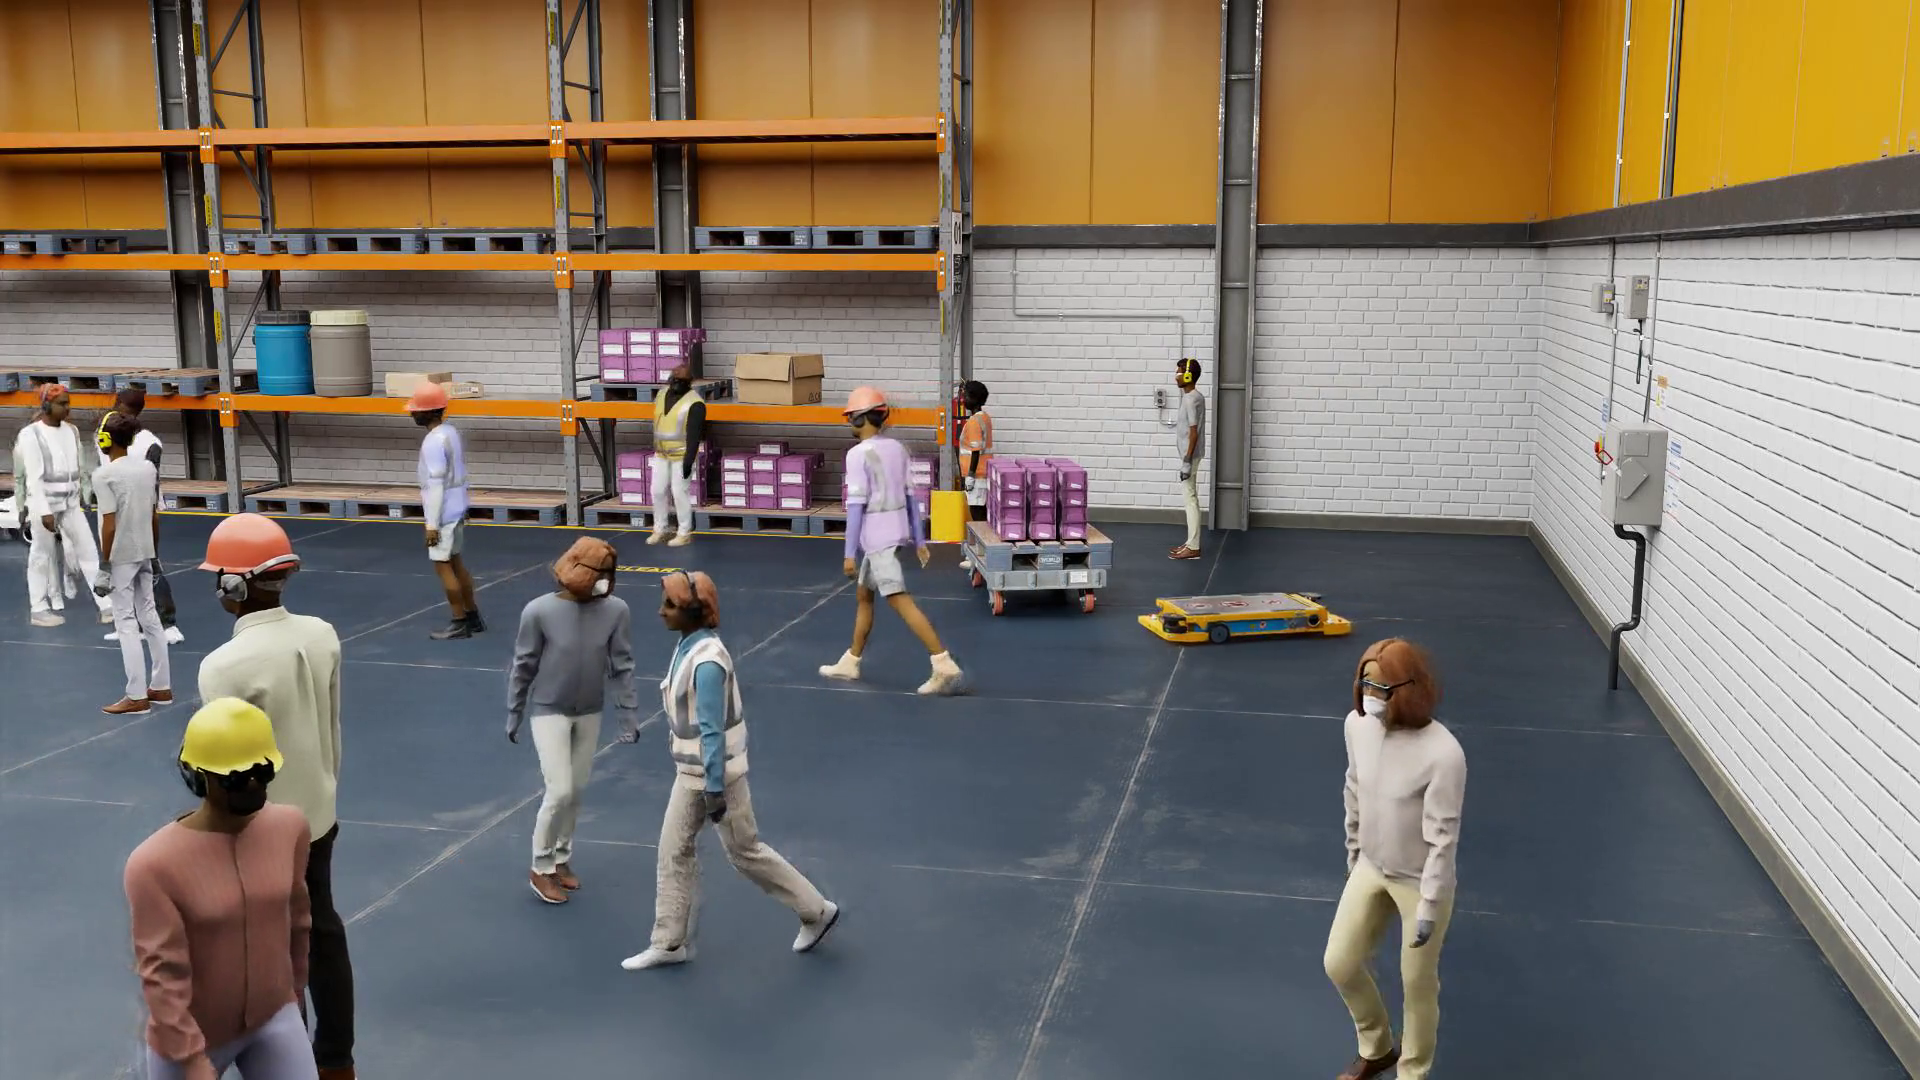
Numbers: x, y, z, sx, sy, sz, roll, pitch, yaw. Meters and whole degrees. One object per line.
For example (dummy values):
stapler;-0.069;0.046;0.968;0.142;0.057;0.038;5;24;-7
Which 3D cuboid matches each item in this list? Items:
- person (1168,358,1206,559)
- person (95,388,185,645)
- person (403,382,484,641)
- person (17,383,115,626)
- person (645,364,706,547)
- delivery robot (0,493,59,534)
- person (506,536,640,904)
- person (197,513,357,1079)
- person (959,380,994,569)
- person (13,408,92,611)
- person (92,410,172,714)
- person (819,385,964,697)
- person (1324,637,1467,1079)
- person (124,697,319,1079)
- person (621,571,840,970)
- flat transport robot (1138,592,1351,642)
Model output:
person;2.115;-0.752;15.467;0.313;1.869;0.538;2;10;12
person;-5.960;-0.167;12.014;0.685;1.876;0.374;6;11;30
person;-3.752;-0.202;12.173;0.433;1.893;0.709;-1;10;-4
person;-6.708;-0.245;12.508;0.915;1.842;0.601;2;10;14
person;-2.735;-0.804;16.010;0.704;1.791;0.506;7;12;34
delivery robot;-9.131;-0.273;16.240;0.707;0.478;0.477;2;10;10
person;-1.693;0.764;7.252;0.527;1.594;0.480;-8;13;-40
person;-2.191;0.902;5.298;0.386;1.992;0.625;2;10;12
person;0.147;-0.590;15.013;0.316;1.696;0.542;2;10;12
person;-7.195;-0.250;13.203;0.536;1.620;0.388;-6;11;-32
person;-5.114;0.137;10.203;0.313;1.869;0.538;2;10;12
person;-0.444;0.004;10.705;1.080;1.984;0.664;5;11;25
person;1.398;1.090;5.288;0.376;1.610;0.511;-7;12;-35
person;-1.846;1.225;4.216;0.887;1.725;0.520;7;12;36
person;-0.896;0.896;6.506;0.817;1.605;0.526;-3;10;-19
flat transport robot;2.113;0.566;12.385;1.431;0.197;0.652;-2;10;-13
